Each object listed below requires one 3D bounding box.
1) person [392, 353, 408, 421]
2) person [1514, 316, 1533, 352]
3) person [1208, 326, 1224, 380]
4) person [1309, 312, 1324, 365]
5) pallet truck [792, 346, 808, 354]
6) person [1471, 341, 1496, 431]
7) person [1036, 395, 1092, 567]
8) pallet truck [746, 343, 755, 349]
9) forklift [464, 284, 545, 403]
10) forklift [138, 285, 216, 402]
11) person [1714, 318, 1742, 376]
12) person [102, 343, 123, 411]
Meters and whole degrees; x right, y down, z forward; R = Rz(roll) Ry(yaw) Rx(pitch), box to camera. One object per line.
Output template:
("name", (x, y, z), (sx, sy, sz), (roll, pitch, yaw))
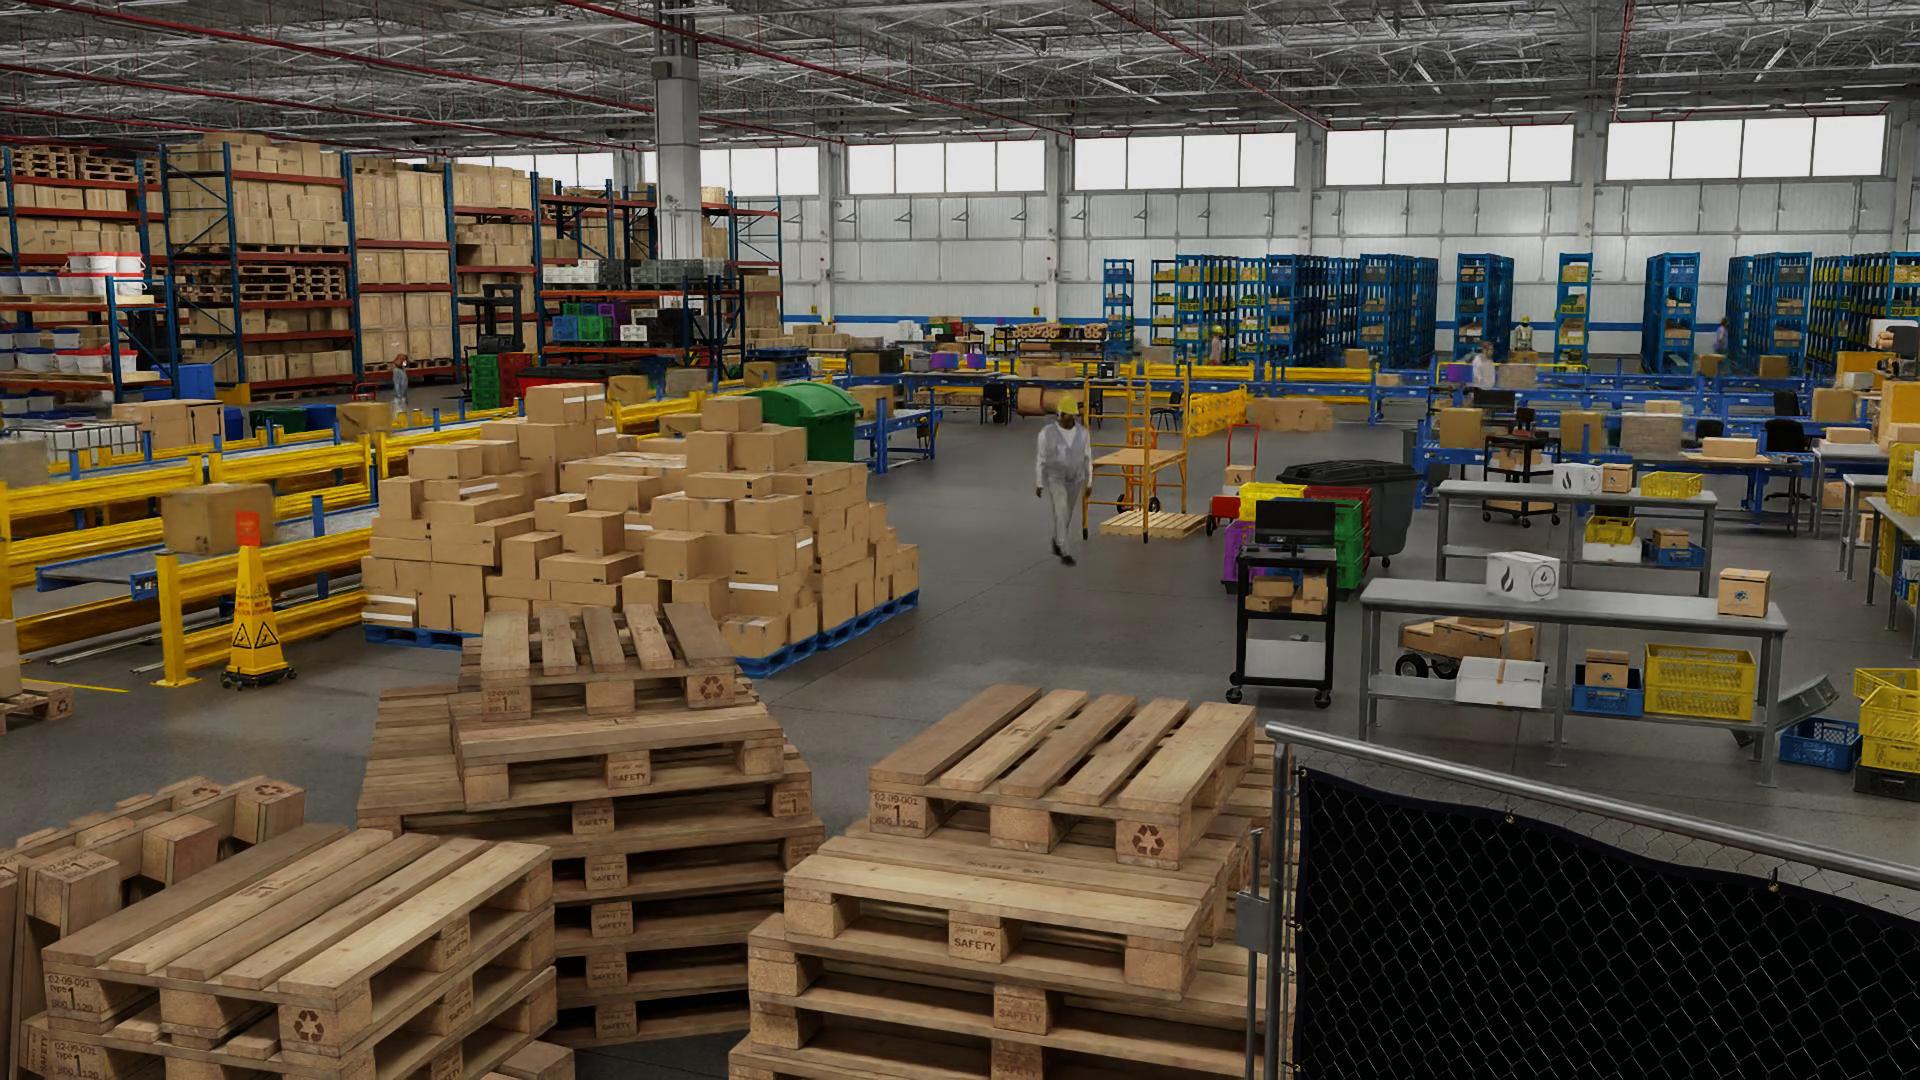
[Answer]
("person", (-10.066, -2.547, 29.984), (0.282, 1.633, 0.498), (-1, 9, -4))
("person", (16.953, -5.831, 50.018), (0.587, 1.821, 0.404), (-2, 9, -11))
("person", (6.626, -4.579, 42.387), (0.728, 1.734, 0.542), (4, 10, 22))
("person", (10.957, -6.128, 51.560), (1.058, 1.935, 0.620), (2, 9, 12))
("pallet truck", (-3.705, -4.298, 42.022), (0.653, 1.274, 1.630), (3, 10, 20))
("person", (9.281, -2.615, 29.652), (0.665, 1.882, 0.519), (-8, 12, -41))
("person", (1.098, -0.656, 17.652), (0.596, 1.790, 0.902), (-3, 10, -18))
("pallet truck", (-6.183, -4.618, 44.264), (1.601, 1.201, 0.680), (-9, 12, -43))
("forklift", (-10.832, -4.702, 39.610), (1.129, 2.768, 1.873), (3, 10, 20))
("forklift", (-17.480, -4.200, 36.461), (1.873, 2.768, 1.129), (3, 10, 19))
("person", (22.022, -5.467, 47.805), (0.939, 1.802, 0.572), (3, 10, 19))
("person", (-14.420, -2.415, 28.296), (0.475, 1.908, 0.608), (-3, 9, -15))
